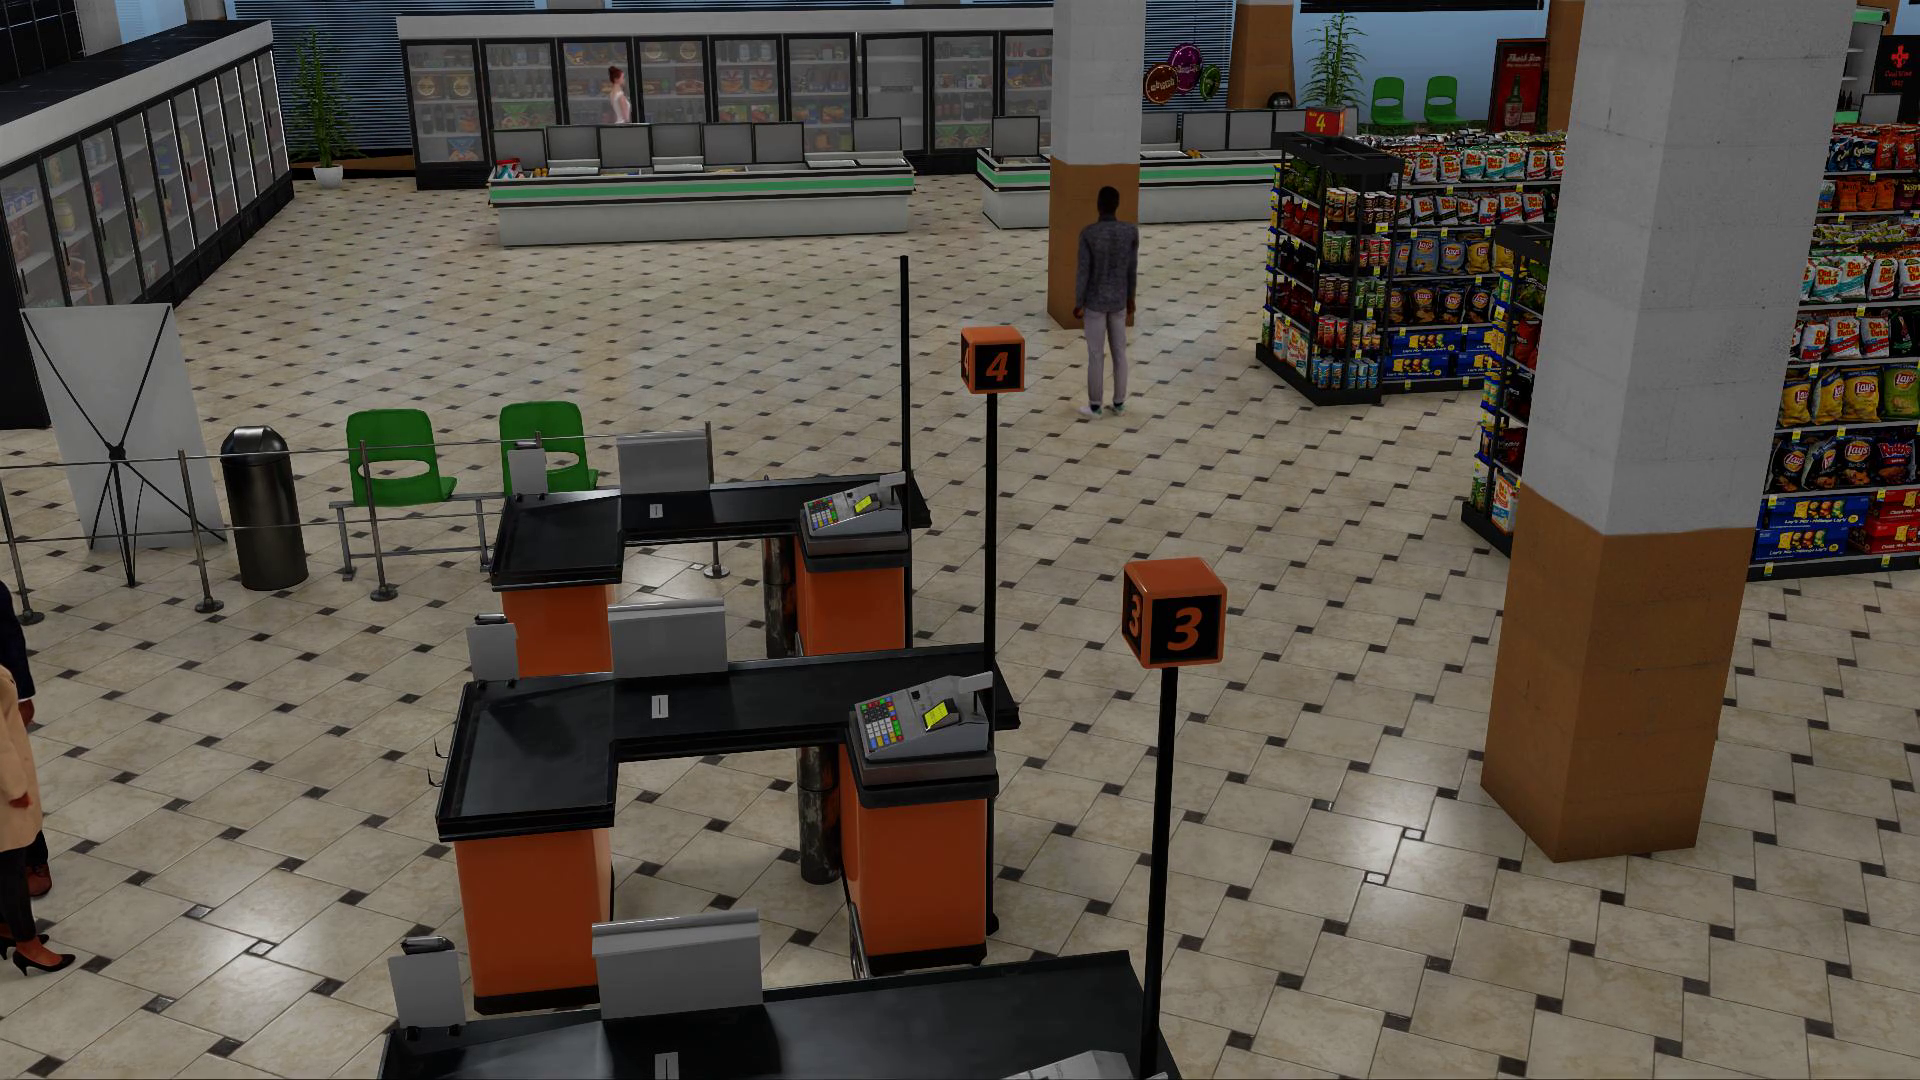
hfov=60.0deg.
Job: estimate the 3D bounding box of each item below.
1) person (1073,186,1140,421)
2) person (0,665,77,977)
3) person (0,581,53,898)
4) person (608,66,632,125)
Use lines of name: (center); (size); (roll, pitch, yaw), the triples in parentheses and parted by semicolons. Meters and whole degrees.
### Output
person: (1.153, -1.871, 13.125); (0.537, 1.838, 0.774); (-8, 23, -18)
person: (-3.752, 0.912, 6.410); (0.720, 1.682, 0.738); (20, 29, 41)
person: (-4.096, 0.691, 6.899); (0.512, 1.727, 0.726); (-7, 23, -17)
person: (-4.446, -5.146, 21.389); (1.147, 1.755, 0.693); (-7, 23, -17)
